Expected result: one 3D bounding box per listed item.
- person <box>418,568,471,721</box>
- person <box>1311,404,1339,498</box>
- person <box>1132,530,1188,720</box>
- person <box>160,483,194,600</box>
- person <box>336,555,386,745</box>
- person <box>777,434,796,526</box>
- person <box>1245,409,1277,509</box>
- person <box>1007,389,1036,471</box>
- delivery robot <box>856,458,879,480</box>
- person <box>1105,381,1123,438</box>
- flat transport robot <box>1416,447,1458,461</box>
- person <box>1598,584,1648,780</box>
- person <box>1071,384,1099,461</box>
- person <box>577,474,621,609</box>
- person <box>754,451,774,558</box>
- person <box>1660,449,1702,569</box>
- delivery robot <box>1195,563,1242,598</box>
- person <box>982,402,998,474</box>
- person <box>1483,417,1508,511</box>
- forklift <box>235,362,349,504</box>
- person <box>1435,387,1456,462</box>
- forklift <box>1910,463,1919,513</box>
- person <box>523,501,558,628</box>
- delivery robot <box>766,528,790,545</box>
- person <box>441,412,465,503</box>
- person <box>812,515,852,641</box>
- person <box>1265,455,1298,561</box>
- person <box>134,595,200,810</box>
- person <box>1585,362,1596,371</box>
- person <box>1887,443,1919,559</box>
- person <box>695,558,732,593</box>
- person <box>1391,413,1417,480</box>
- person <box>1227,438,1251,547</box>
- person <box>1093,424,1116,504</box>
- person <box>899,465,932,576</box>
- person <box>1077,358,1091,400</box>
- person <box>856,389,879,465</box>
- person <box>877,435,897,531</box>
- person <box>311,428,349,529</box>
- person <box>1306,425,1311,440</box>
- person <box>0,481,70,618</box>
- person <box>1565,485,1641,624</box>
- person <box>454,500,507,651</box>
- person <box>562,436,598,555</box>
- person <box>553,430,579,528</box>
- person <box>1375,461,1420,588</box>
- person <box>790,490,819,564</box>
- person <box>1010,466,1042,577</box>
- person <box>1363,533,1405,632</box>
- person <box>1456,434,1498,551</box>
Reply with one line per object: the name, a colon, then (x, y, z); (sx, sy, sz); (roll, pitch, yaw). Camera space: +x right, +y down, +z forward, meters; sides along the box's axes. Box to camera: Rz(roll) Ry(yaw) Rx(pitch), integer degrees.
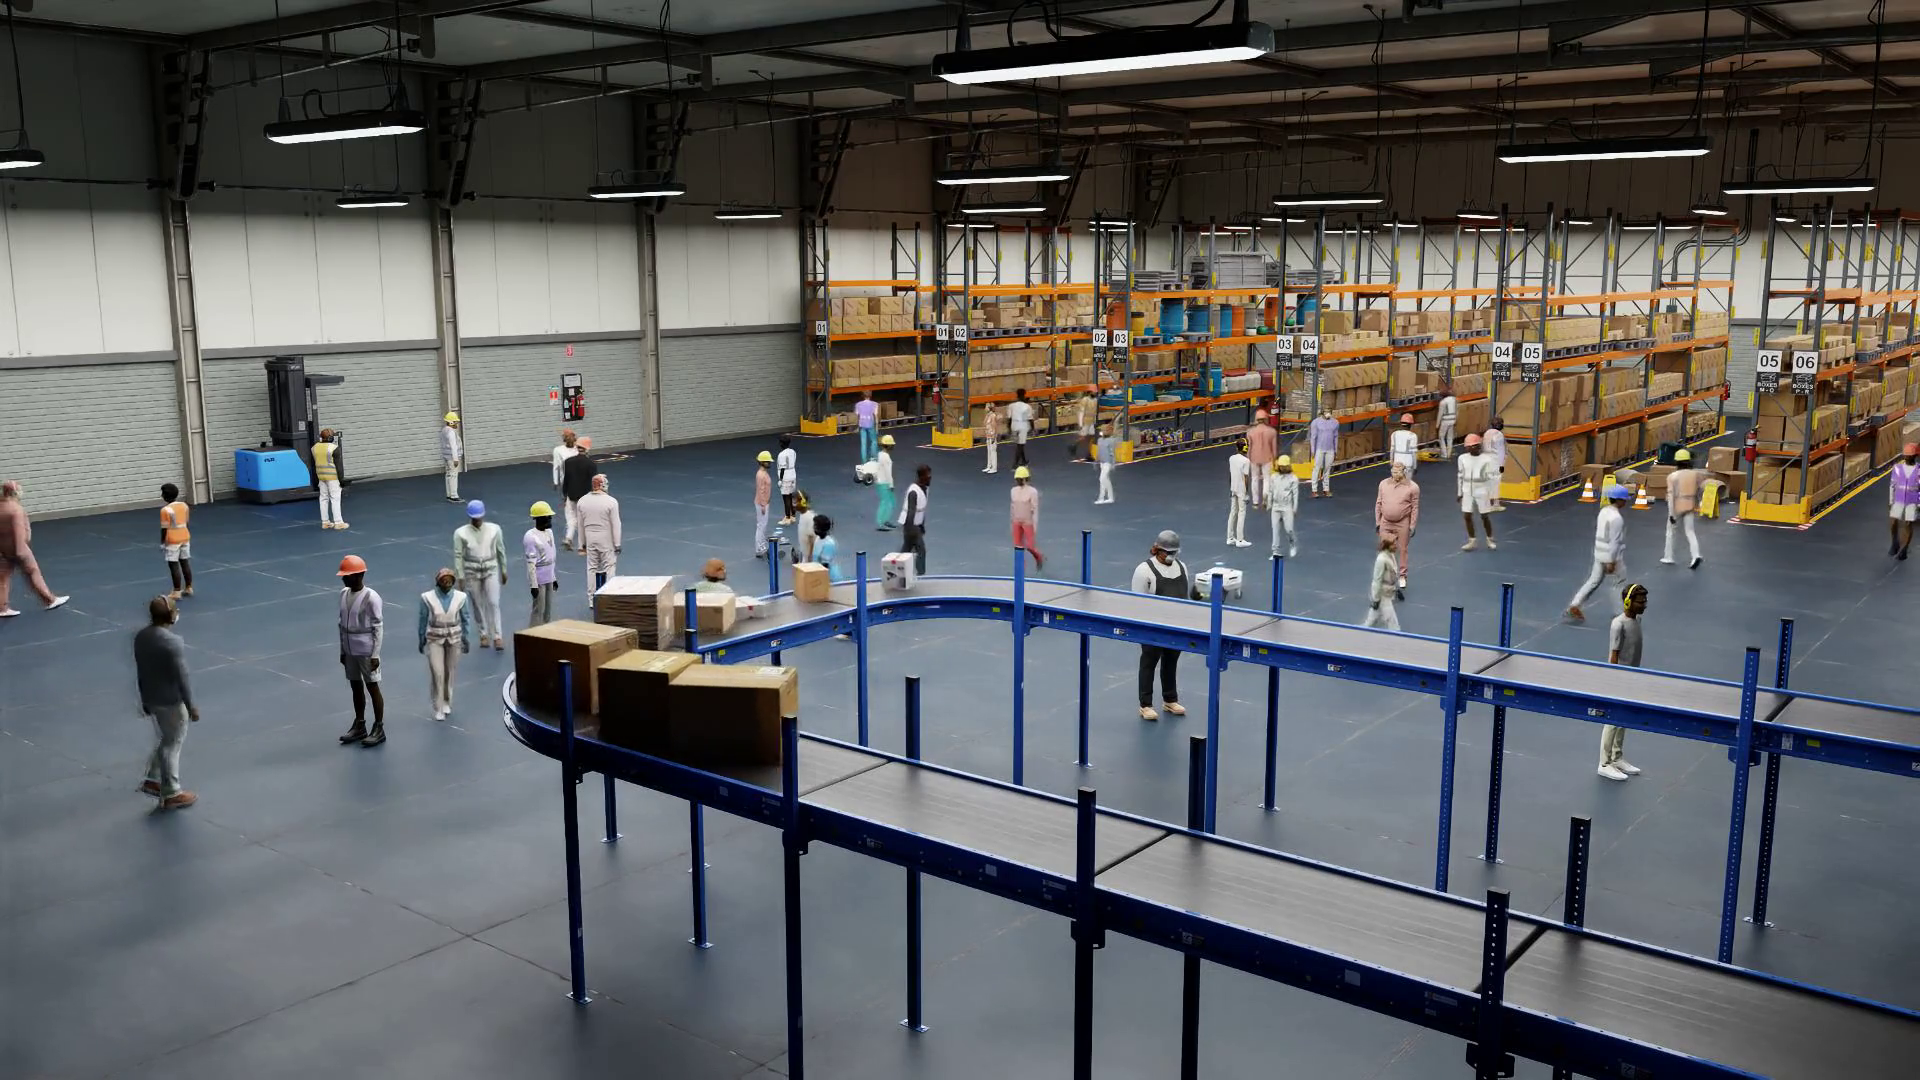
person: (-5.468, 1.109, 16.660); (0.531, 1.605, 0.738); (-6, 12, -29)
person: (7.566, -1.856, 32.457); (0.629, 1.940, 0.376); (-3, 10, -14)
person: (2.204, 0.907, 16.738); (0.680, 2.000, 0.537); (-6, 12, -31)
person: (-11.343, 0.015, 22.617); (0.323, 1.695, 0.542); (2, 10, 10)
person: (-6.065, 1.106, 15.787); (0.545, 1.938, 0.362); (5, 11, 26)
person: (-3.217, -1.121, 29.010); (0.319, 1.693, 0.532); (3, 11, 19)
person: (5.917, -1.587, 30.805); (0.634, 1.983, 0.537); (1, 10, 7)
person: (1.480, -2.591, 36.678); (0.645, 1.897, 1.032); (6, 12, 32)
delivery robot: (-1.939, -1.557, 34.522); (0.707, 0.478, 0.477); (-7, 12, -34)
person: (4.264, -3.613, 43.310); (0.516, 1.599, 0.826); (5, 11, 28)
flat transport robot: (11.772, -2.136, 38.844); (0.652, 0.197, 1.431); (8, 13, 38)
person: (6.287, 1.326, 14.784); (0.312, 1.861, 0.515); (10, 14, 43)
person: (3.109, -2.893, 38.367); (0.561, 1.912, 0.652); (-10, 14, -44)
person: (-5.034, 0.022, 21.984); (0.642, 1.905, 0.399); (3, 11, 18)
person: (-3.232, -0.598, 25.890); (0.335, 1.757, 0.517); (0, 10, -2)
person: (11.566, -0.501, 24.975); (0.581, 1.901, 0.907); (0, 10, -2)
delivery robot: (3.730, 0.570, 22.550); (0.707, 0.478, 0.477); (-8, 13, -38)
person: (0.712, -2.365, 36.158); (0.313, 1.642, 0.513); (-3, 11, -16)
person: (10.525, -1.504, 30.746); (0.429, 1.843, 0.630); (-2, 10, -12)
forklift: (-13.803, -2.244, 32.110); (1.129, 2.768, 1.873); (8, 13, 37)
person: (11.864, -2.817, 38.140); (0.673, 1.852, 0.360); (-6, 12, -32)
forklift: (19.034, -1.348, 28.998); (2.313, 2.155, 1.214); (8, 13, 37)
person: (-5.157, 0.477, 19.348); (0.353, 1.930, 0.591); (2, 10, 11)
delivery robot: (-2.946, -0.083, 25.495); (0.335, 0.223, 0.698); (-4, 11, -20)
person: (-10.308, -1.686, 31.795); (0.404, 1.830, 0.601); (-7, 12, -33)
person: (-1.769, 0.493, 20.024); (0.859, 1.646, 0.537); (-5, 11, -26)
person: (5.256, -0.532, 25.574); (0.505, 1.738, 0.413); (7, 12, 34)
person: (-7.048, 1.441, 13.948); (0.643, 1.927, 0.433); (8, 13, 38)
person: (19.406, -4.649, 48.213); (0.545, 1.929, 0.389); (-3, 10, -15)
person: (15.525, -0.637, 25.663); (0.542, 1.923, 0.425); (9, 14, 42)
person: (-2.651, 0.983, 17.410); (0.517, 1.595, 0.784); (7, 12, 34)
person: (8.663, -1.504, 30.480); (0.371, 1.935, 0.551); (-9, 14, -42)
person: (4.812, -0.828, 26.899); (0.325, 1.863, 0.513); (-6, 12, -29)
person: (2.851, -1.520, 31.477); (0.680, 1.603, 0.521); (-6, 12, -30)
person: (-0.671, -0.206, 23.418); (0.699, 1.864, 0.593); (2, 10, 10)
person: (3.995, -4.933, 50.184); (0.892, 1.804, 0.589); (-9, 14, -42)
person: (-2.187, -2.719, 37.674); (0.598, 1.801, 0.908); (3, 10, 15)
person: (-1.284, -1.039, 28.387); (0.529, 1.747, 0.543); (-2, 10, -9)
person: (-11.509, -1.122, 28.597); (0.635, 1.842, 0.429); (4, 11, 20)
person: (8.934, -3.072, 39.338); (0.660, 1.921, 0.545); (7, 12, 36)
person: (-12.925, 0.107, 21.599); (0.679, 1.860, 0.951); (6, 12, 31)
person: (8.671, 0.193, 21.021); (0.958, 1.915, 0.605); (0, 10, -1)
person: (-5.987, 0.450, 19.555); (0.638, 1.902, 0.911); (-3, 11, -19)
person: (-6.315, -0.742, 26.107); (0.637, 1.965, 0.545); (4, 11, 19)
person: (-6.957, -1.036, 28.088); (0.611, 1.843, 0.925); (-4, 11, -23)
person: (6.529, -0.240, 23.464); (0.639, 1.903, 0.407); (6, 12, 31)
person: (-1.987, 0.241, 20.926); (0.554, 1.840, 0.562); (-3, 11, -18)
person: (1.013, -0.278, 24.083); (0.538, 1.750, 0.578); (8, 13, 37)
person: (5.209, 0.699, 19.047); (0.865, 1.593, 0.514); (4, 11, 23)
person: (8.710, -0.804, 26.392); (0.662, 2.004, 0.607); (8, 13, 38)
